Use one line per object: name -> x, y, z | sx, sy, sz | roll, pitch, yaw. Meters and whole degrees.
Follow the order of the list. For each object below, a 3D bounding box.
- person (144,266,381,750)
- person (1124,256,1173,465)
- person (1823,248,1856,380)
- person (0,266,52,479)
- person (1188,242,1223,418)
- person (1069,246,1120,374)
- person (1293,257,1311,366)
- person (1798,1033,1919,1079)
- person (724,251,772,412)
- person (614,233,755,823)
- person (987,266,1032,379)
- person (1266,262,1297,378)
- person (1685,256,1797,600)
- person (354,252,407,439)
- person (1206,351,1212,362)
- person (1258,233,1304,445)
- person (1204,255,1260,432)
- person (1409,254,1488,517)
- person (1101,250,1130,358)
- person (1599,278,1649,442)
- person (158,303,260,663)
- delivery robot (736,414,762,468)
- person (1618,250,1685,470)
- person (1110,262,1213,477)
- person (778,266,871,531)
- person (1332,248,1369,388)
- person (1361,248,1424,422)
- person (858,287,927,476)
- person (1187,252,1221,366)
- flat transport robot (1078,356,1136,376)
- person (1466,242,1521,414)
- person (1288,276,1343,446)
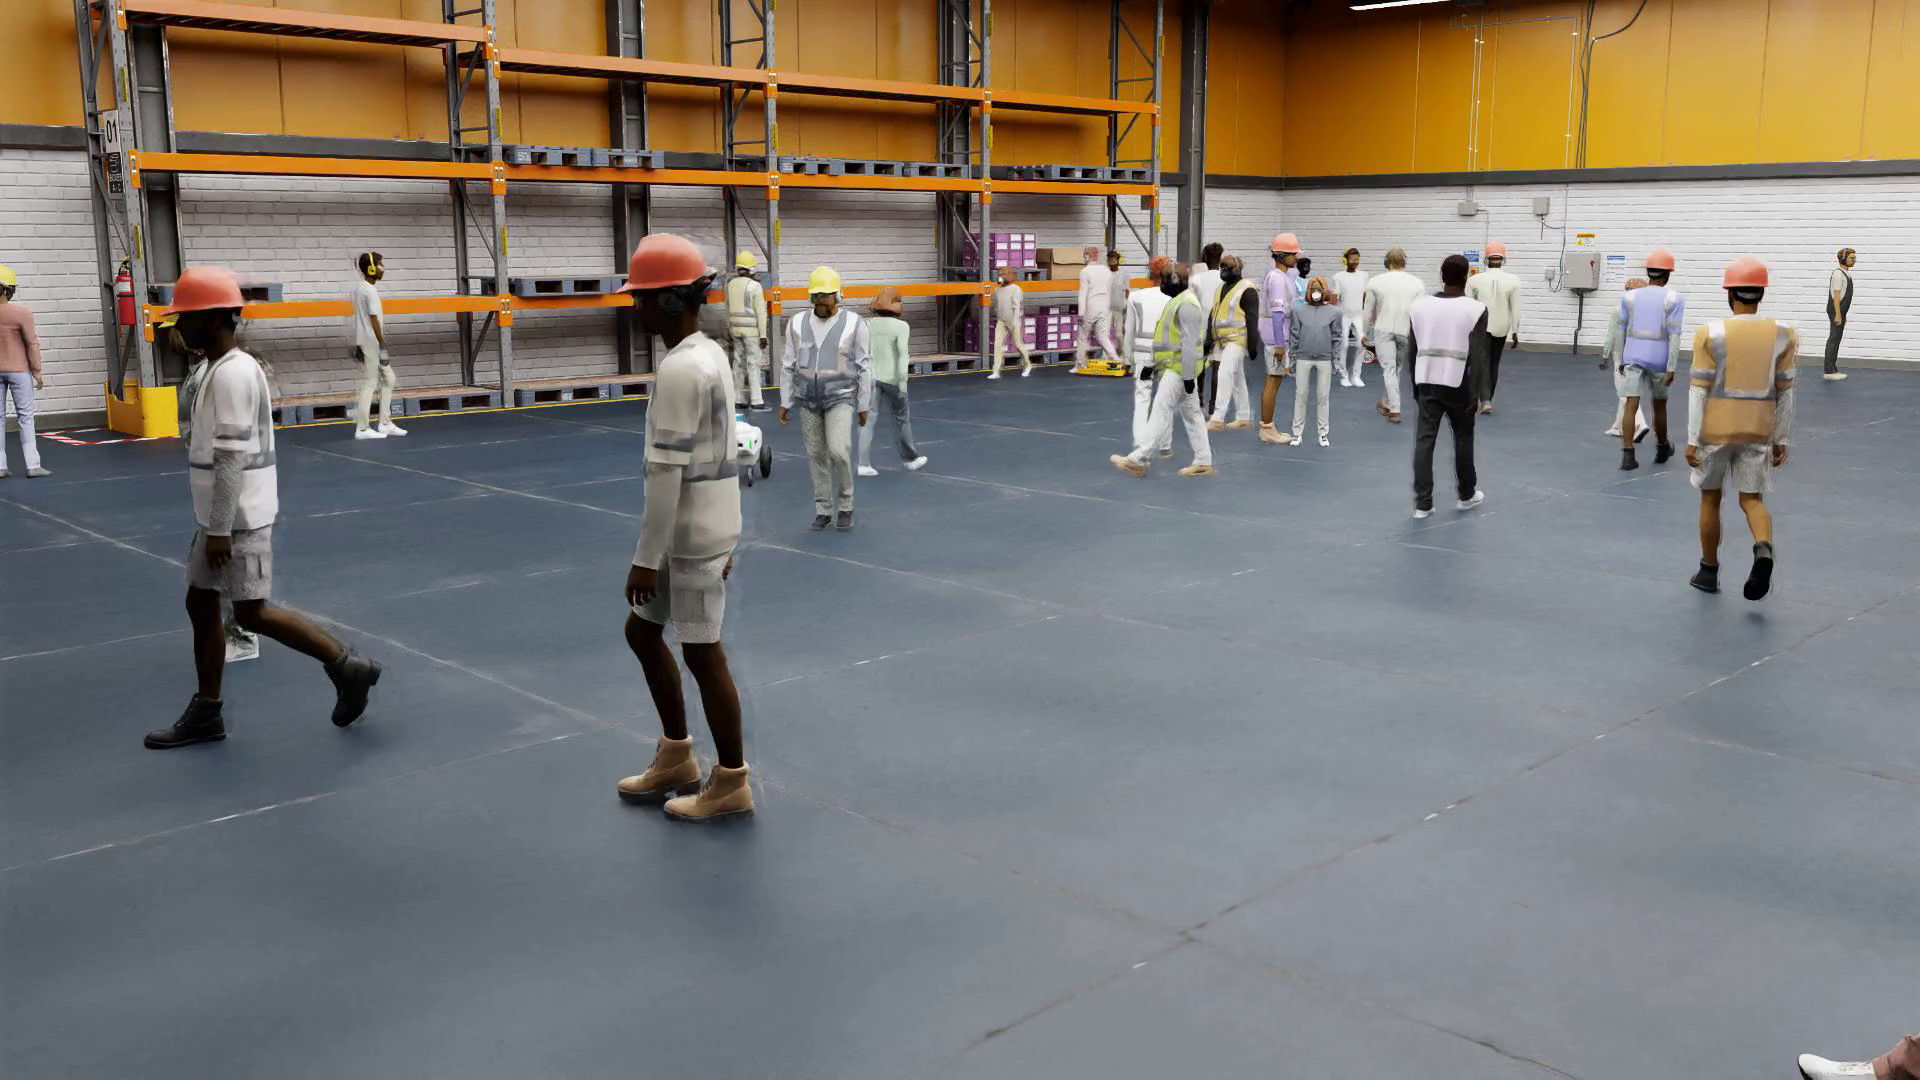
person -> -2.816, -0.124, 6.593 | 0.826, 1.911, 0.548 | -7, 12, -32
person -> 1.732, -1.591, 14.775 | 0.592, 1.850, 0.956 | 3, 11, 14
person -> 12.368, -3.171, 23.367 | 0.345, 1.847, 0.504 | 7, 13, 34
person -> -7.927, -1.389, 13.869 | 0.532, 1.767, 0.328 | -1, 10, -6
person -> 2.829, -2.348, 18.620 | 0.623, 1.940, 0.654 | 2, 11, 9
person -> 1.973, -3.324, 24.132 | 0.668, 1.870, 0.886 | -8, 13, -39
person -> 5.290, -3.482, 25.491 | 0.557, 1.674, 0.594 | -7, 12, -33
person -> 2.447, 0.475, 3.509 | 1.016, 1.842, 0.751 | 5, 11, 25
person -> -2.433, -2.389, 19.130 | 0.590, 1.837, 0.403 | 8, 13, 37
person -> -1.007, -0.011, 5.660 | 0.664, 2.023, 0.624 | -1, 10, -6
person -> 0.715, -3.100, 23.658 | 0.499, 1.599, 0.825 | 8, 13, 38
person -> 4.612, -3.252, 23.593 | 0.544, 1.921, 0.659 | -5, 12, -27
person -> 4.304, -0.601, 9.174 | 0.552, 1.913, 0.774 | 1, 10, 7
person -> -5.776, -1.934, 16.588 | 0.676, 1.849, 0.567 | -6, 12, -29
person -> 4.078, -3.731, 26.919 | 0.548, 1.677, 0.722 | 5, 12, 27
person -> 3.123, -1.954, 16.192 | 0.391, 2.040, 0.615 | 1, 10, 7
person -> 2.722, -2.025, 17.206 | 0.833, 1.809, 0.623 | -4, 11, -20
person -> 3.581, -1.126, 12.147 | 0.600, 1.877, 0.928 | 7, 13, 34
person -> 2.333, -3.502, 25.279 | 0.553, 1.819, 0.983 | 4, 11, 19
person -> 6.647, -1.782, 16.419 | 0.510, 1.610, 0.794 | -3, 11, -16
person -> -3.570, -0.284, 7.903 | 0.324, 1.743, 0.490 | -5, 11, -25
delivery robot -> -1.831, -0.793, 13.667 | 0.477, 0.478, 0.707 | 0, 10, -1
person -> 6.042, -1.579, 14.559 | 0.571, 1.883, 0.970 | 8, 13, 36
person -> 1.714, -1.415, 13.938 | 0.941, 1.791, 0.631 | 1, 10, 3
person -> -0.933, -0.950, 11.342 | 0.602, 1.815, 0.481 | 3, 11, 14
person -> 5.225, -2.949, 22.128 | 0.570, 1.850, 0.618 | -1, 10, -7
person -> 4.743, -2.250, 18.277 | 0.622, 1.887, 1.040 | 0, 10, -2
person -> -0.613, -1.350, 14.124 | 0.518, 1.580, 0.850 | 7, 12, 33
person -> 3.737, -3.580, 25.693 | 0.656, 1.812, 0.527 | 10, 14, 42
flat transport robot -> 2.380, -2.550, 24.277 | 0.652, 0.197, 1.431 | 8, 13, 37
person -> 6.071, -2.428, 19.050 | 0.626, 1.950, 1.004 | 2, 11, 8
person -> 3.410, -1.714, 16.002 | 0.500, 1.633, 0.284 | 2, 11, 12
